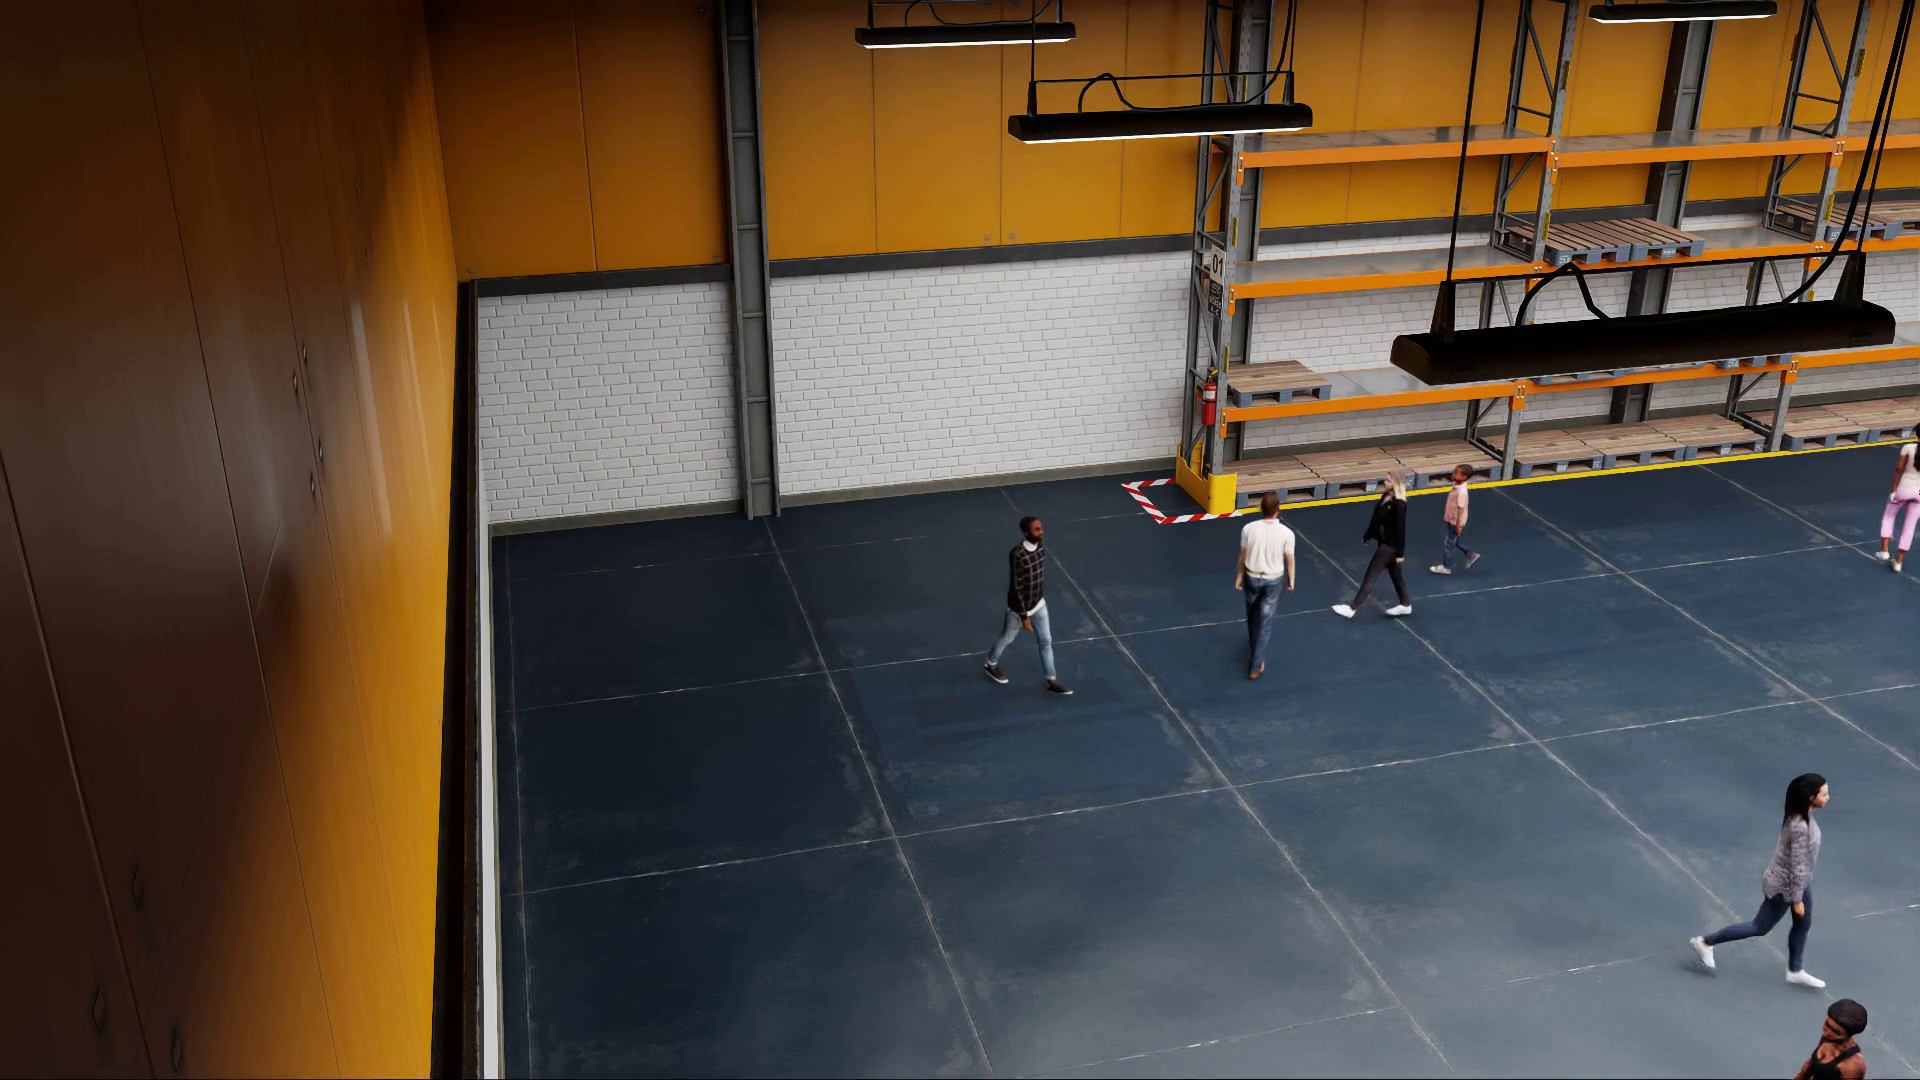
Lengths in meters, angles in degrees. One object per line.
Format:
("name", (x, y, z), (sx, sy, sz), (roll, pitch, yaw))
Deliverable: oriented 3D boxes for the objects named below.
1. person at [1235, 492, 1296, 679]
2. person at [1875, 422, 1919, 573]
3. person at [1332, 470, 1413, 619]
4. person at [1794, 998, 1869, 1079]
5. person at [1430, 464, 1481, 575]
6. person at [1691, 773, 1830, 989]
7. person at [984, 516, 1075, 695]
("person", (2.897, 0.463, 16.016), (1.141, 1.827, 1.132), (9, 25, 19))
("person", (10.464, -0.469, 18.277), (0.720, 1.725, 0.778), (8, 25, 17))
("person", (4.502, 0.071, 17.144), (1.168, 1.642, 0.745), (-2, 24, -5))
("person", (5.092, 3.370, 9.583), (1.220, 1.653, 1.028), (7, 25, 16))
("person", (5.511, -0.225, 18.254), (0.831, 1.296, 0.693), (4, 24, 10))
("person", (5.734, 2.407, 11.729), (1.173, 1.698, 1.099), (12, 26, 26))
("person", (0.530, 0.607, 15.749), (1.160, 1.777, 1.241), (19, 30, 37))
